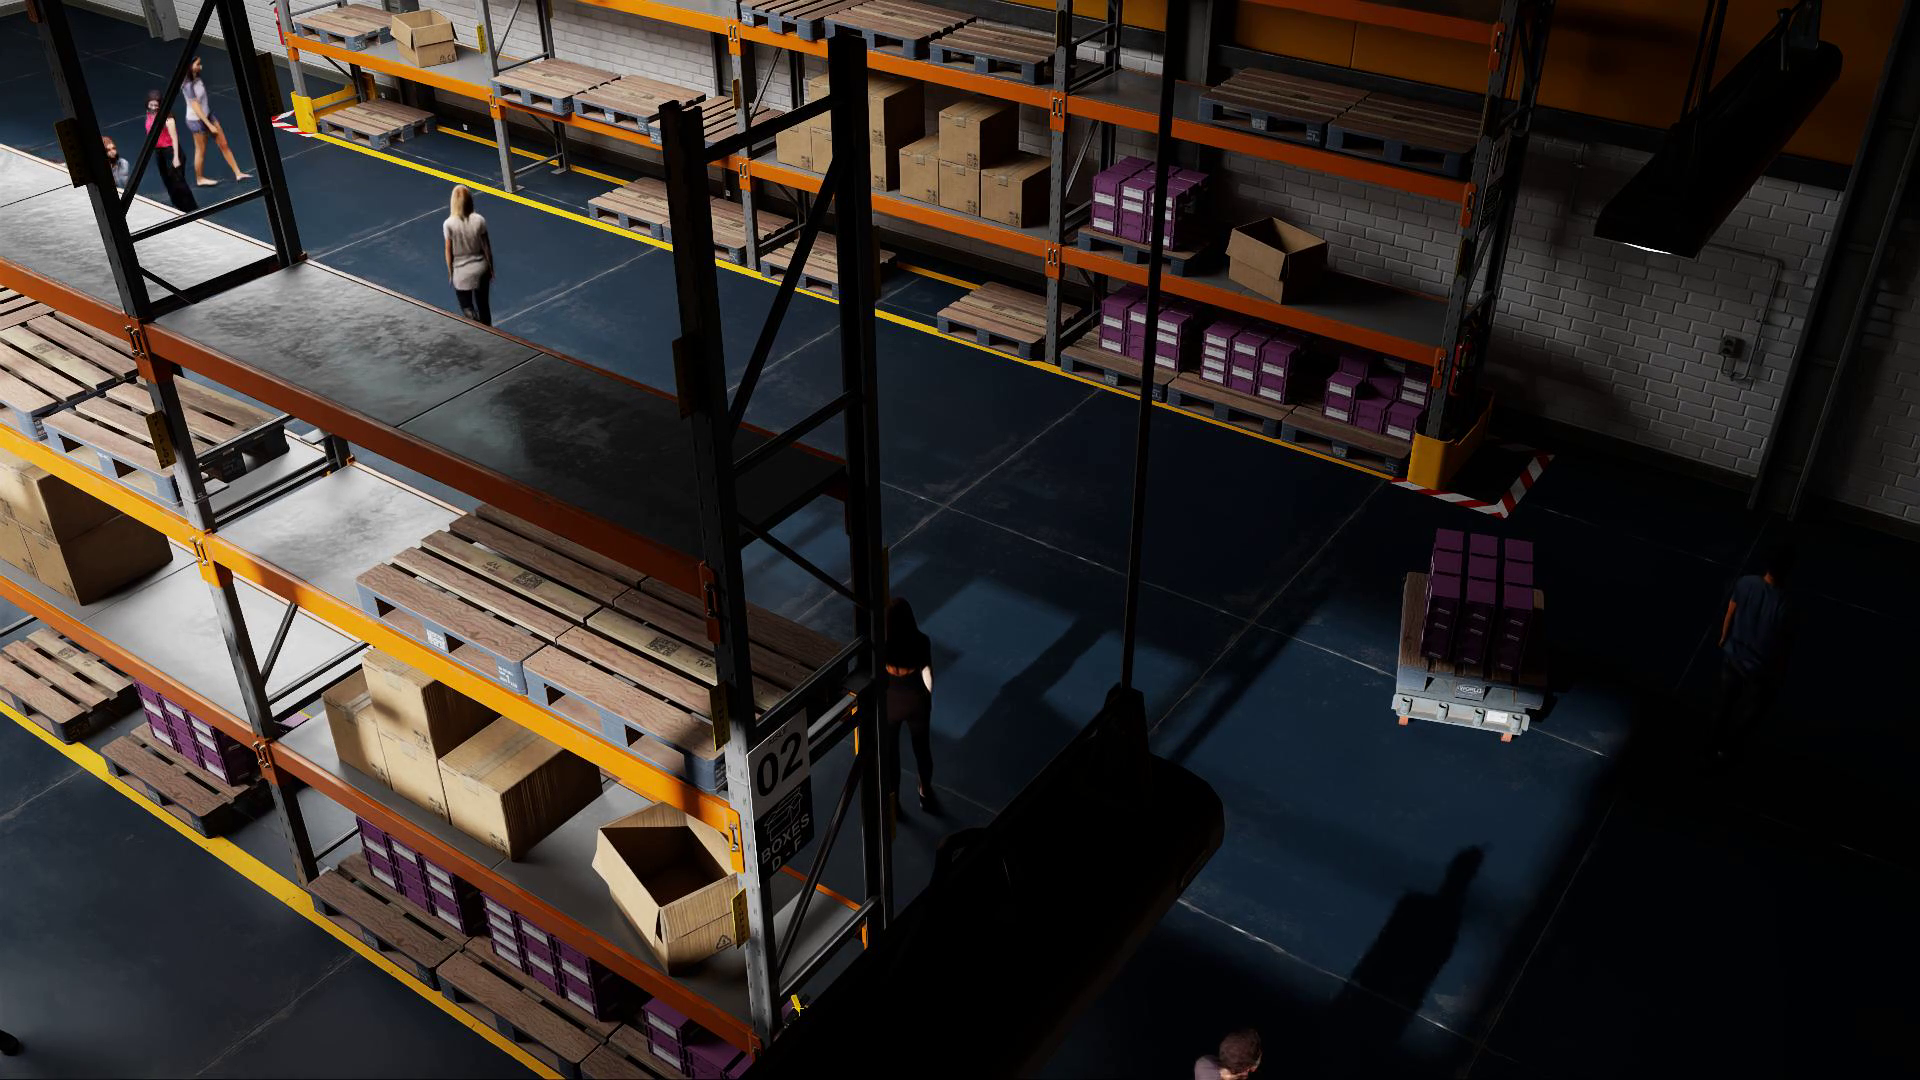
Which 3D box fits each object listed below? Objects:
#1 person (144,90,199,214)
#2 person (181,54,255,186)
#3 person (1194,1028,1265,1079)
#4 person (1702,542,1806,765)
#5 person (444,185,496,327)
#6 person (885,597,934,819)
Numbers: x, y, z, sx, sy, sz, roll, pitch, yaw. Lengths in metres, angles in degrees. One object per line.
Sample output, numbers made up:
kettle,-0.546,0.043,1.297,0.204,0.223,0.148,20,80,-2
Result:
person,-9.281,-4.508,19.538,0.833,1.631,0.507,-28,43,-36
person,-9.395,-5.126,20.407,1.045,1.699,0.928,-2,34,-3
person,1.199,3.033,8.011,0.946,1.834,1.050,-20,38,-27
person,5.355,0.834,11.350,0.838,1.799,0.692,-21,39,-28
person,-4.824,-2.610,16.518,0.862,1.813,1.062,-17,37,-24
person,-0.377,1.106,11.007,0.655,1.726,0.695,-9,35,-14
